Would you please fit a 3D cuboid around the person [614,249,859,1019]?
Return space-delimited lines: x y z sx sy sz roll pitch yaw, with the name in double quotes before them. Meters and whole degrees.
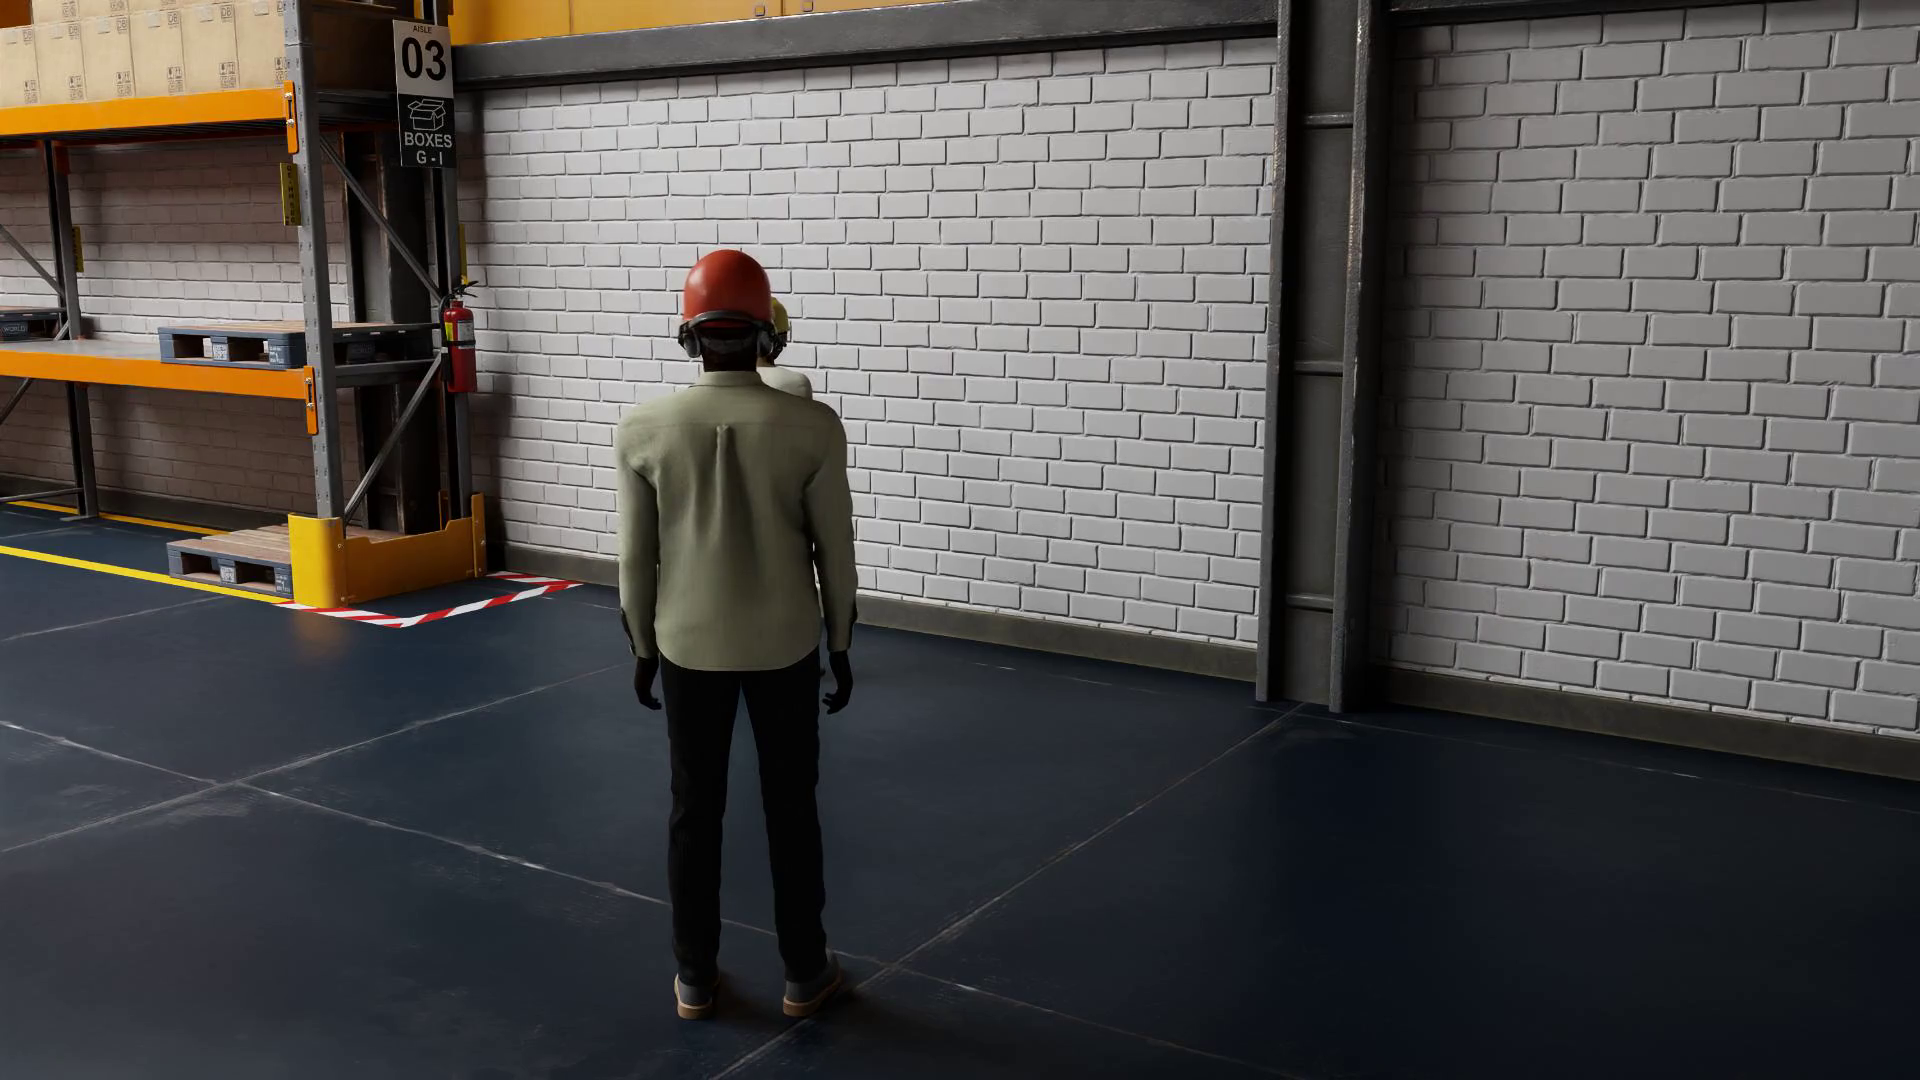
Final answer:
"person" -0.566 0.262 4.298 0.612 1.997 0.375 0 10 0

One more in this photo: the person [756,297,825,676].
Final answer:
"person" -0.876 -0.223 7.623 0.523 1.769 0.316 4 11 20
